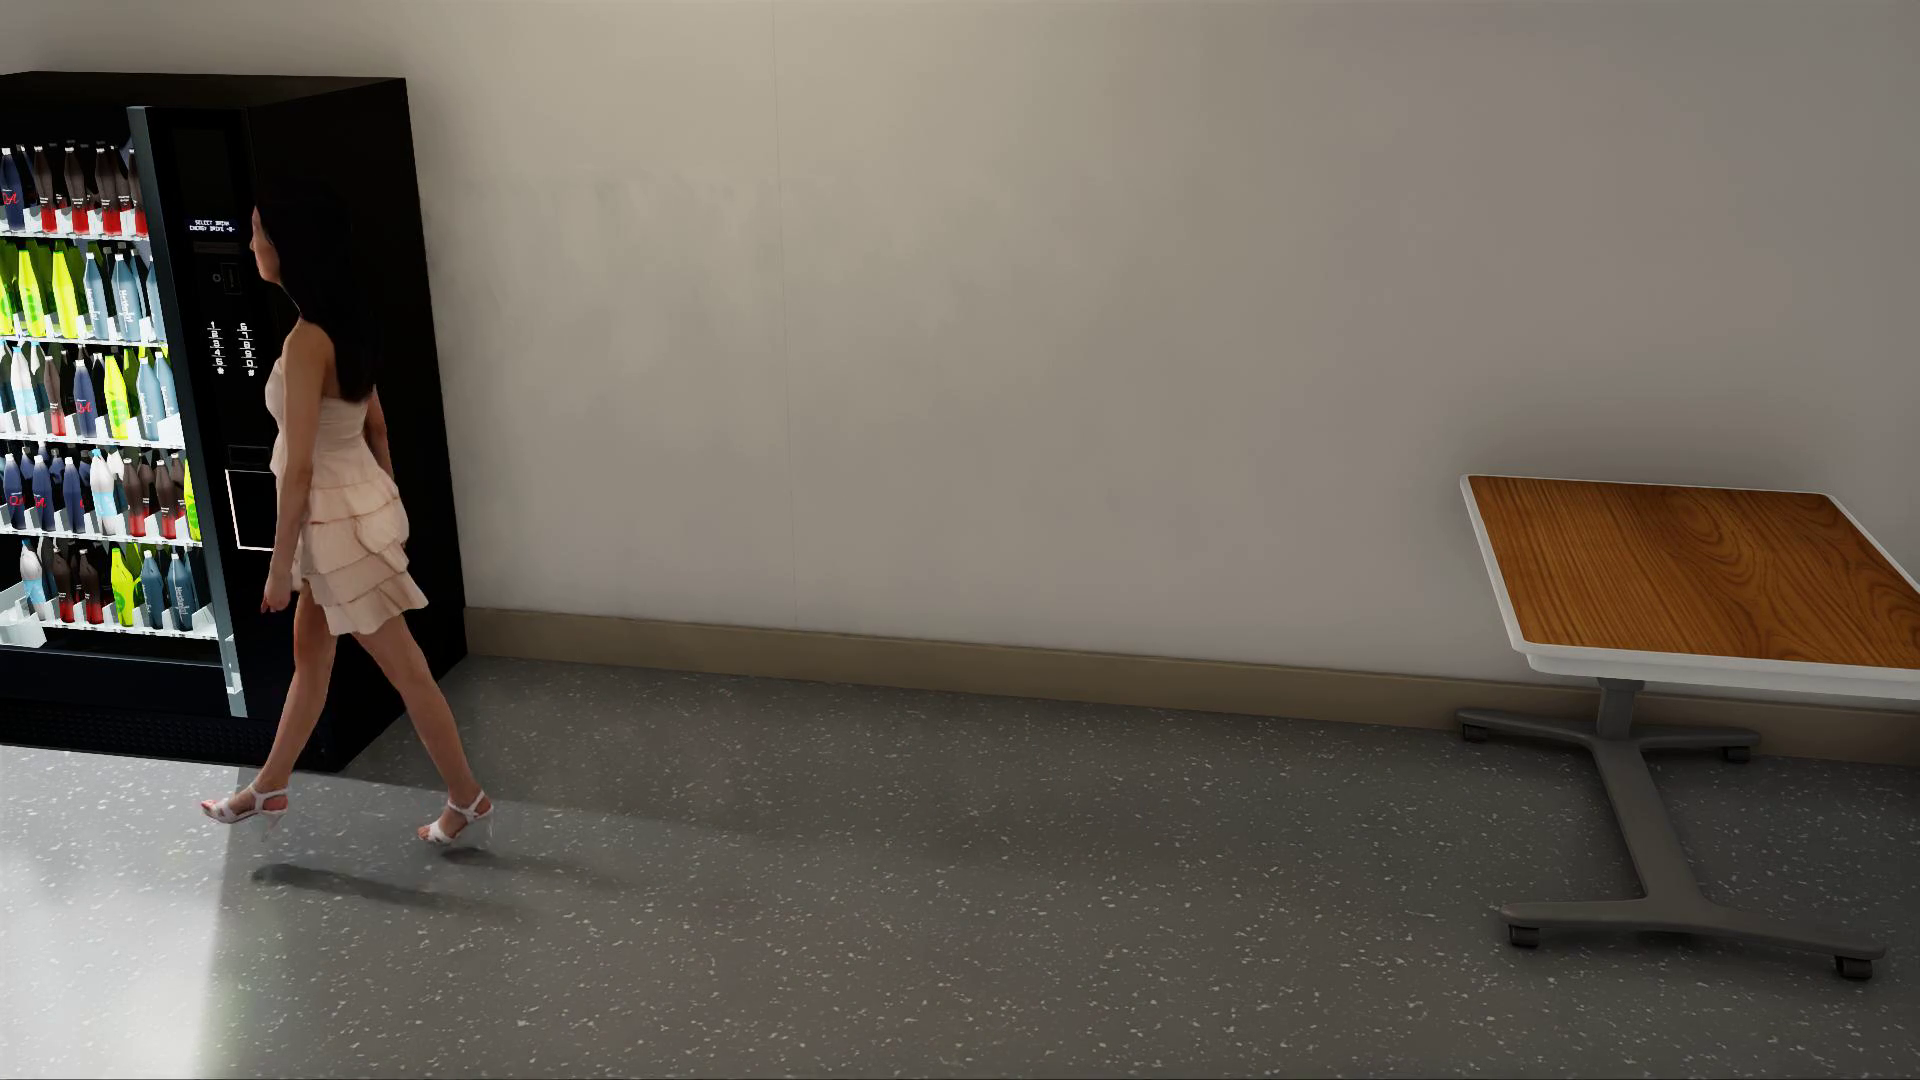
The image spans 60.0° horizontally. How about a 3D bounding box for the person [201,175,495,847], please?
[{"bbox_3d":[-1.368,0.018,3.990,1.022,1.705,0.761,-2,21,-5],"label":"person"}]
